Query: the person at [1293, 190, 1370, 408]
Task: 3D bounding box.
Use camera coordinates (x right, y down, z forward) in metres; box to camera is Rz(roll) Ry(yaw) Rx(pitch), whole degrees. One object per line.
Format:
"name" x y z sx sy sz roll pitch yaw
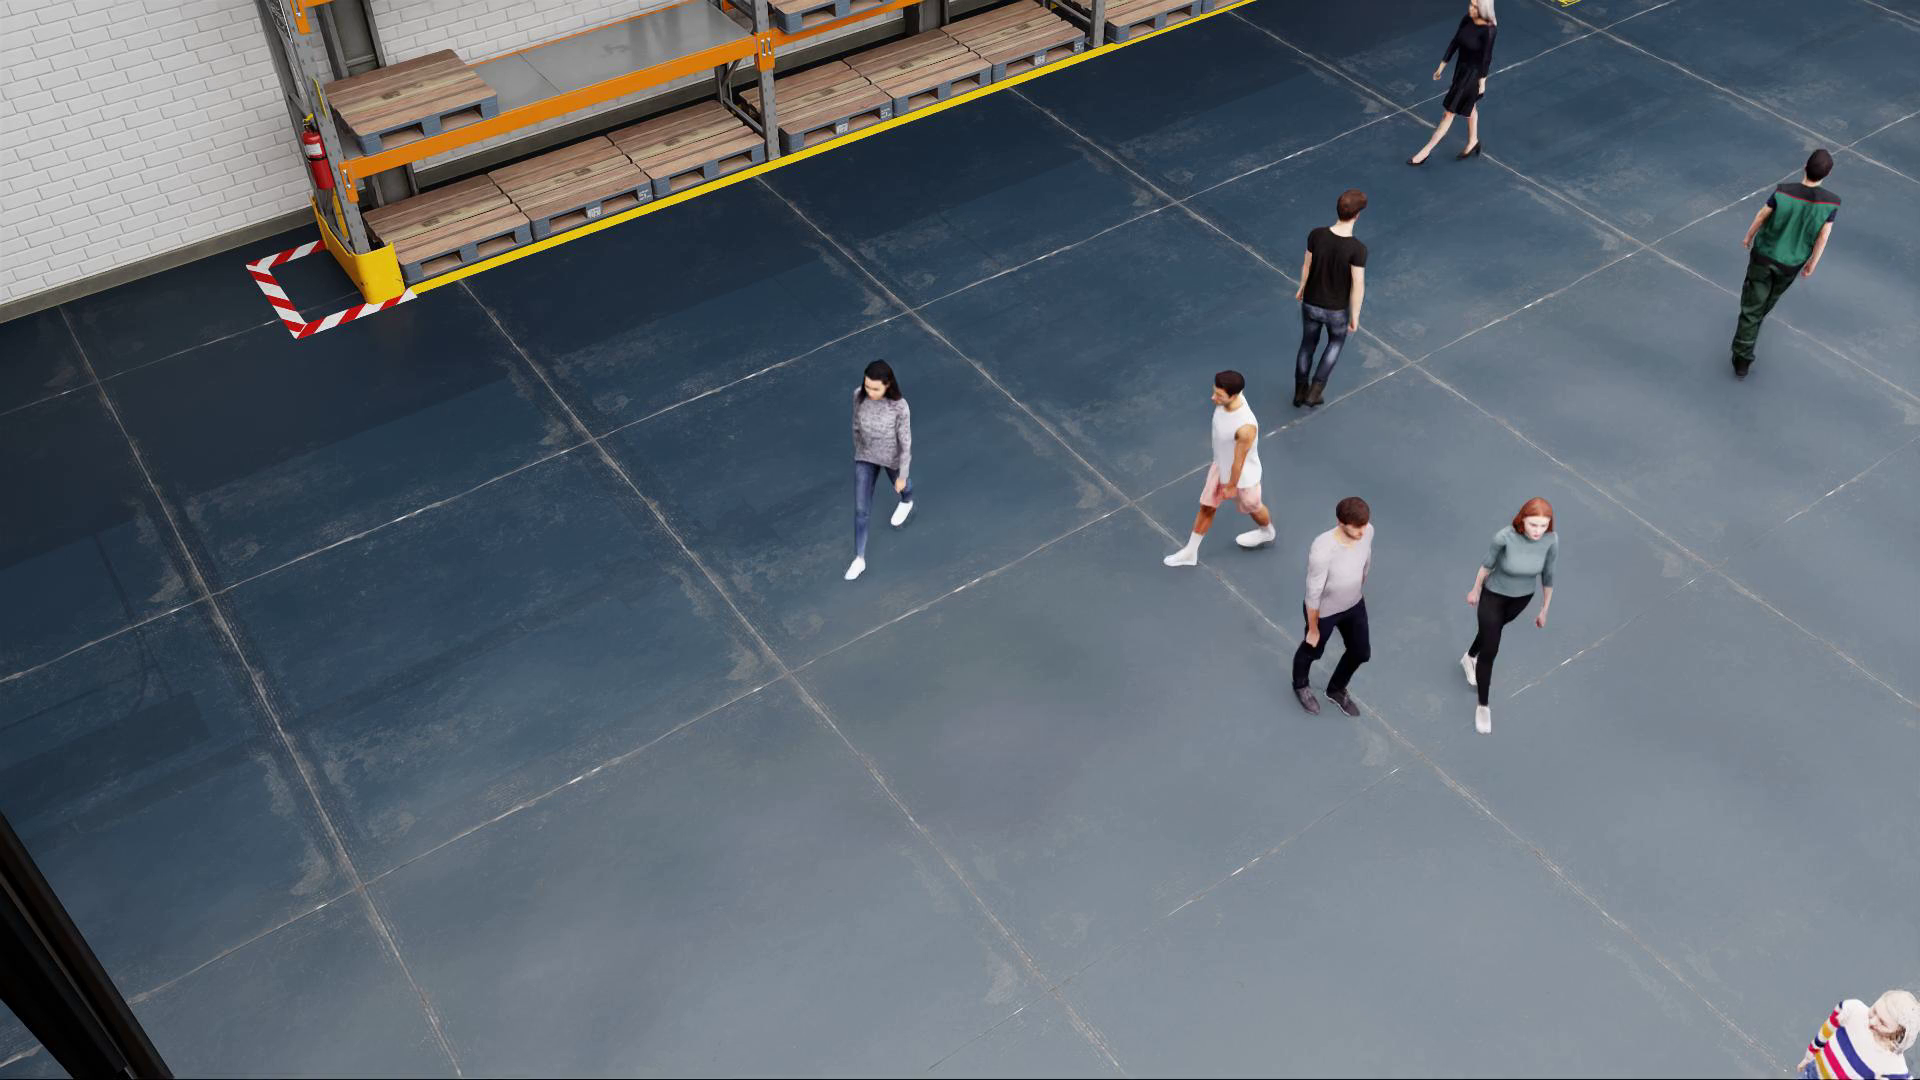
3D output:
"person" 2.760 -1.756 12.725 0.855 1.877 0.863 22 48 21

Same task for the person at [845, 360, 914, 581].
"person" -0.488 -0.618 11.676 1.086 1.674 1.275 16 46 16

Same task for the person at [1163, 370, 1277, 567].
"person" 1.989 -0.508 11.533 1.209 1.714 0.819 -12 45 -12

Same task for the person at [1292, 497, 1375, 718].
"person" 2.311 0.360 10.535 0.652 1.833 0.766 -21 48 -21

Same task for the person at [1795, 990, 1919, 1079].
"person" 4.321 2.715 8.096 1.107 1.789 0.890 -8 44 -9

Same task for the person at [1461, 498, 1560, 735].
"person" 3.479 0.321 10.660 1.019 1.717 1.011 0 44 0

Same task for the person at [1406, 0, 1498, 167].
"person" 4.813 -4.311 15.523 1.136 1.715 0.812 -14 45 -14

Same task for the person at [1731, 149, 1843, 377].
"person" 6.469 -2.167 13.172 1.163 1.854 1.299 12 45 12
